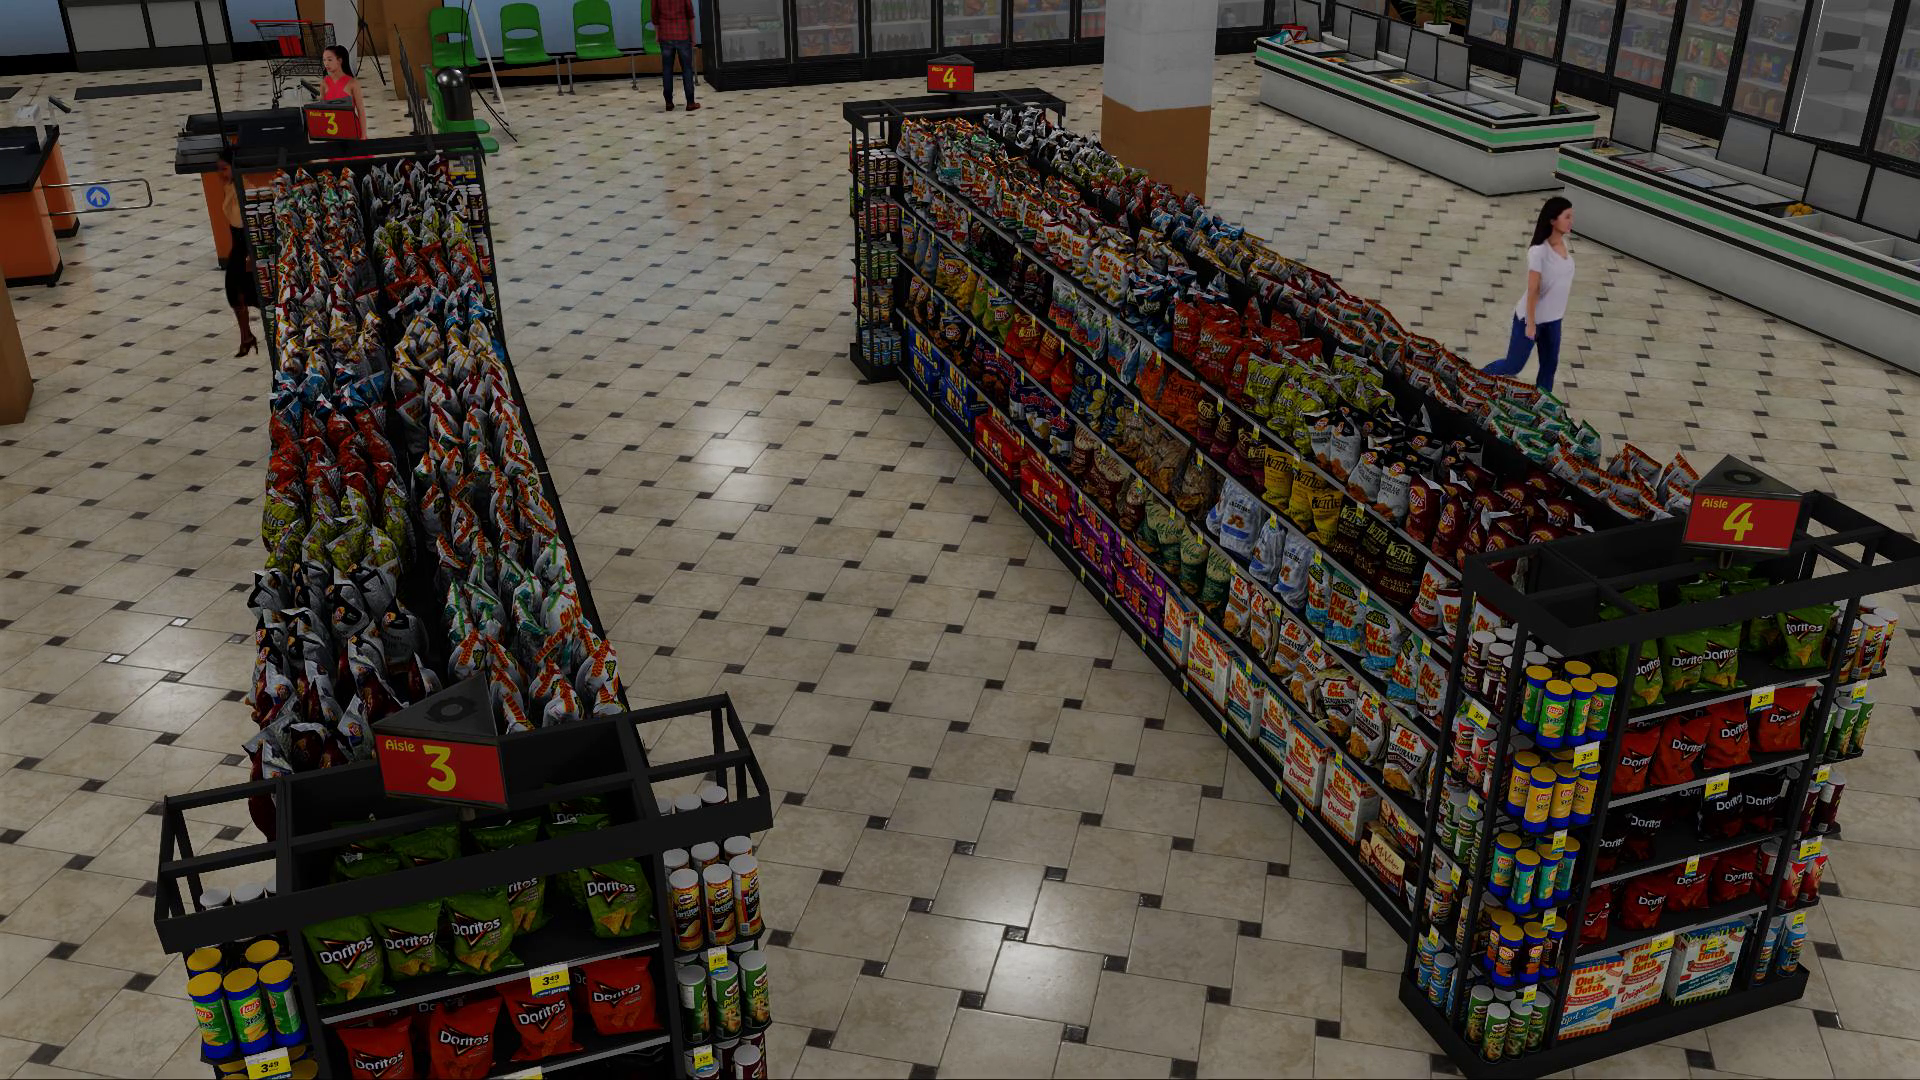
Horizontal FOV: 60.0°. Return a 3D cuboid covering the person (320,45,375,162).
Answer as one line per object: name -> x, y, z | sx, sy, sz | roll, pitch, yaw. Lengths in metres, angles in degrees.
person -> -5.875, -3.864, 15.965 | 0.711, 1.726, 0.727 | 4, 27, 8

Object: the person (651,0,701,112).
person -> -3.528, -6.255, 20.564 | 0.761, 1.831, 0.705 | 2, 27, 4

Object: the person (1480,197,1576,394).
person -> 3.861, -1.504, 11.380 | 0.852, 1.663, 1.140 | -22, 34, -36

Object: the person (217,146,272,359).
person -> -5.374, -2.219, 12.817 | 0.783, 1.639, 0.830 | 16, 31, 28
